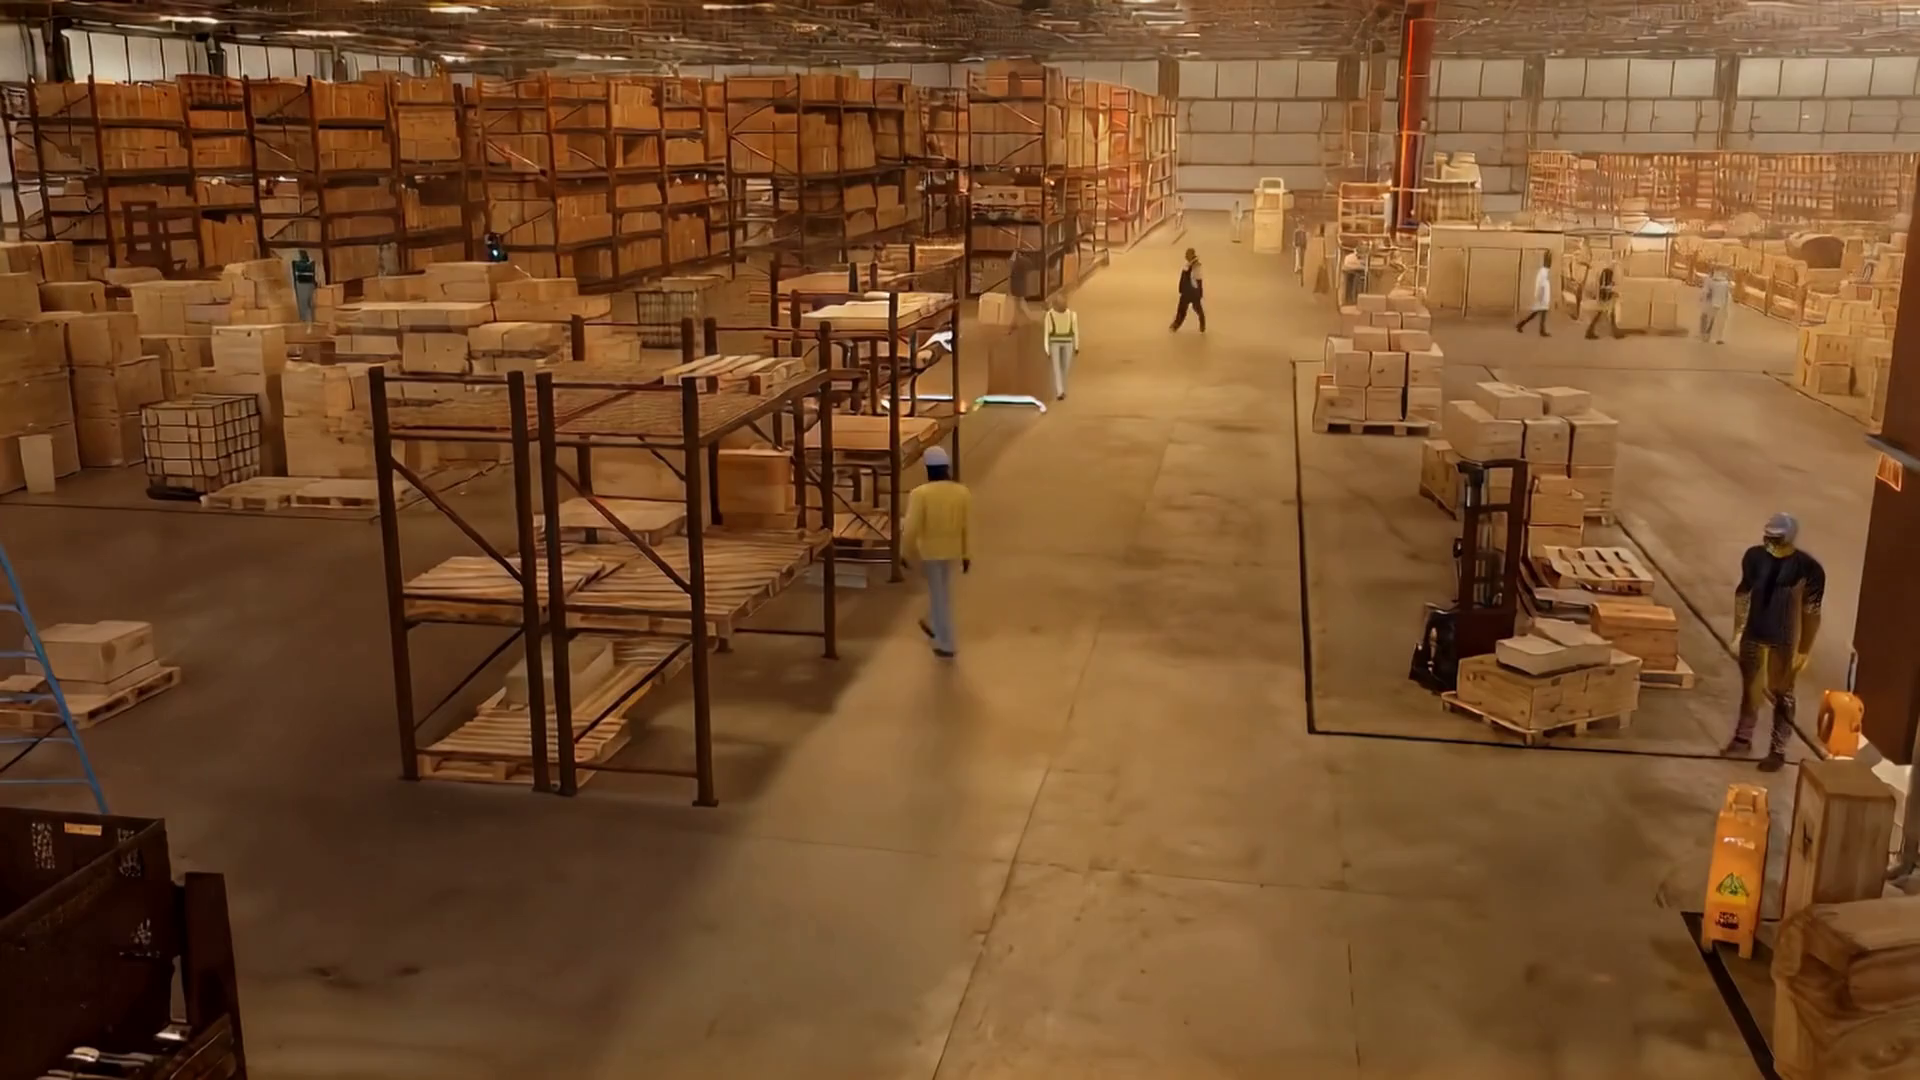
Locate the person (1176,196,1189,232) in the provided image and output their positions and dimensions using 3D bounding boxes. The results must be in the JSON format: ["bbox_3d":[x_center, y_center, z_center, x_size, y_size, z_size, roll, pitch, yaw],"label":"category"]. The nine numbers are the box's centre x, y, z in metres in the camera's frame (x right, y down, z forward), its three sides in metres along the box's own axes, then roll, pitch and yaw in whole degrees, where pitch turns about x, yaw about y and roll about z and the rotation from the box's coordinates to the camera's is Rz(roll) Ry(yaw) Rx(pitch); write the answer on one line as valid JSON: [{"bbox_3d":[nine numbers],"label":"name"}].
[{"bbox_3d":[10.233,-15.029,76.686,0.550,1.678,0.431,-5,15,-18],"label":"person"}]

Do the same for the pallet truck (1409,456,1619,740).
[{"bbox_3d":[4.504,0.400,13.395,0.823,1.965,1.885,-6,15,-23],"label":"pallet truck"}]

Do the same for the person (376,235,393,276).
[{"bbox_3d":[-15.709,-7.404,45.401,0.429,1.841,0.634,-8,16,-29],"label":"person"}]

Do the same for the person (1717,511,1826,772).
[{"bbox_3d":[5.948,0.732,12.175,0.369,1.936,0.630,-8,16,-29],"label":"person"}]

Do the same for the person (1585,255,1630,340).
[{"bbox_3d":[14.602,-5.445,37.357,0.989,1.885,0.560,3,14,13],"label":"person"}]

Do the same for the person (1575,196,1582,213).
[{"bbox_3d":[29.670,-15.989,80.144,0.948,1.907,0.623,-7,15,-26],"label":"person"}]

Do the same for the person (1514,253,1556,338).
[{"bbox_3d":[13.065,-5.546,37.681,0.757,1.931,0.649,3,14,12],"label":"person"}]

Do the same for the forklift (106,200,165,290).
[{"bbox_3d":[-21.414,-7.495,43.634,1.129,2.768,1.873,3,14,13],"label":"forklift"}]

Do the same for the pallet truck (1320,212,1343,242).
[{"bbox_3d":[15.874,-13.227,70.310,0.680,1.201,1.601,10,17,35],"label":"pallet truck"}]

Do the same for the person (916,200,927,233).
[{"bbox_3d":[-1.740,-14.239,73.196,0.610,1.818,0.555,1,14,6],"label":"person"}]

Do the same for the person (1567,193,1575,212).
[{"bbox_3d":[32.686,-18.048,88.681,0.644,1.822,0.572,-1,14,-4],"label":"person"}]

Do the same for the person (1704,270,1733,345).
[{"bbox_3d":[16.640,-5.091,36.473,0.351,1.622,0.556,-12,18,-40],"label":"person"}]

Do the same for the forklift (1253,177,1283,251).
[{"bbox_3d":[12.083,-12.747,64.956,1.129,2.768,1.873,3,14,10],"label":"forklift"}]

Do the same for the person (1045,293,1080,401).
[{"bbox_3d":[1.766,-3.394,29.115,0.589,1.859,0.880,-2,14,-7],"label":"person"}]

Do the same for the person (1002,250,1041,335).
[{"bbox_3d":[1.414,-5.681,38.165,0.852,1.964,0.612,-6,15,-22],"label":"person"}]

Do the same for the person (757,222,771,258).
[{"bbox_3d":[-7.203,-11.254,61.343,0.536,1.691,0.318,-5,15,-20],"label":"person"}]

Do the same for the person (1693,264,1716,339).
[{"bbox_3d":[16.873,-5.392,37.546,0.350,1.686,0.535,1,14,5],"label":"person"}]

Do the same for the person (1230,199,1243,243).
[{"bbox_3d":[11.587,-13.377,69.703,0.404,1.824,0.589,-10,17,-35],"label":"person"}]

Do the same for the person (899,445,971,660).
[{"bbox_3d":[-0.249,0.080,14.955,0.596,1.875,0.982,-8,16,-28],"label":"person"}]

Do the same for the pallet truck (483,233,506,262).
[{"bbox_3d":[-11.832,-7.026,43.548,1.885,1.965,0.823,8,16,28],"label":"pallet truck"}]

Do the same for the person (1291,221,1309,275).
[{"bbox_3d":[11.072,-9.511,54.210,0.539,1.722,0.912,3,14,13],"label":"person"}]

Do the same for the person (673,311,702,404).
[{"bbox_3d":[-4.660,-3.083,28.318,0.531,1.608,0.740,7,15,26],"label":"person"}]

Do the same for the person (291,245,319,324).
[{"bbox_3d":[-15.917,-6.214,40.440,0.587,1.911,0.397,-11,18,-38],"label":"person"}]

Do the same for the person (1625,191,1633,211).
[{"bbox_3d":[32.431,-16.058,80.564,0.404,1.830,0.588,-7,15,-26],"label":"person"}]

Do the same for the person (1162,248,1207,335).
[{"bbox_3d":[5.212,-5.702,38.080,1.018,2.000,0.691,-5,15,-20],"label":"person"}]
